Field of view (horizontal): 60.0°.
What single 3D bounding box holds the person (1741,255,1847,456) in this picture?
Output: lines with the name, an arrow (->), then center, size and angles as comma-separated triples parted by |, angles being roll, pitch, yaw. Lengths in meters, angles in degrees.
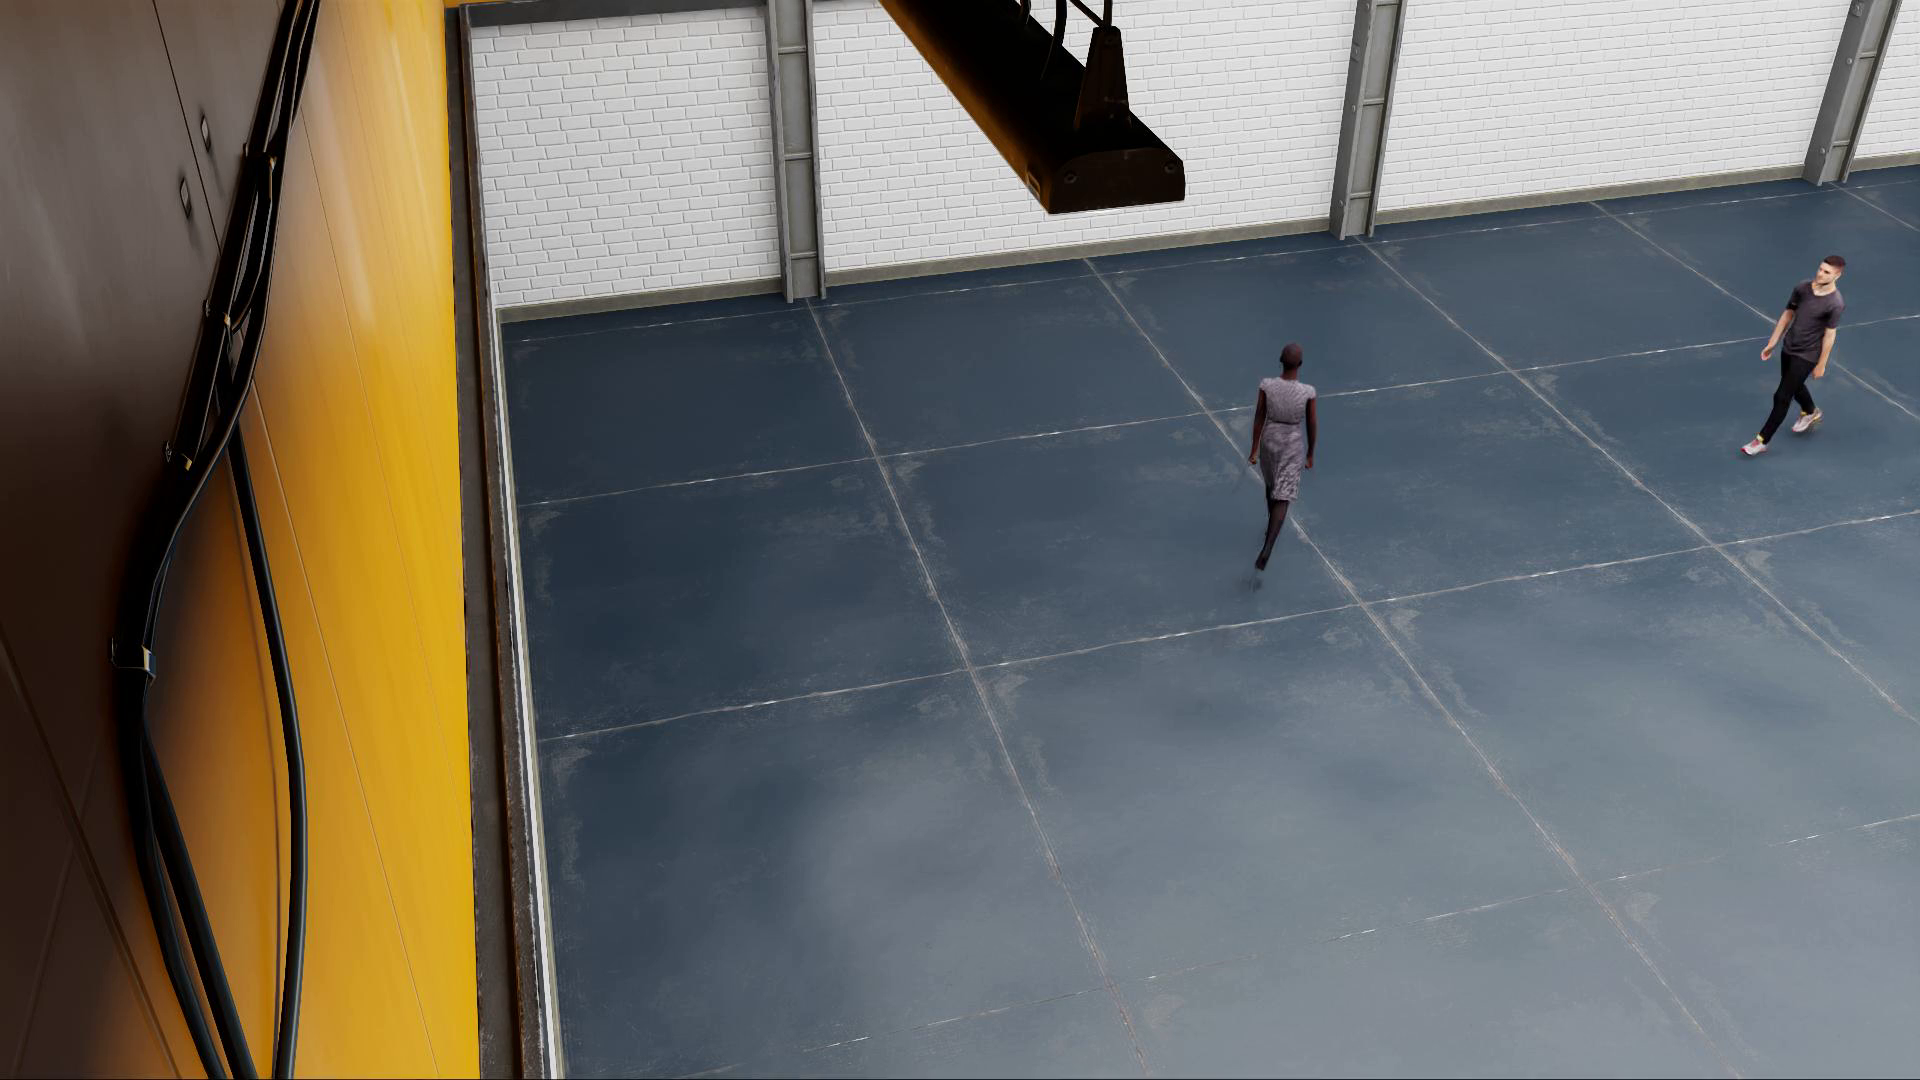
person -> 7.017, -1.549, 13.767 | 1.153, 1.729, 0.685 | -11, 35, -16

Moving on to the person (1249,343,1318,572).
person -> 2.358, -0.585, 12.291 | 1.151, 1.757, 1.124 | 13, 36, 19
